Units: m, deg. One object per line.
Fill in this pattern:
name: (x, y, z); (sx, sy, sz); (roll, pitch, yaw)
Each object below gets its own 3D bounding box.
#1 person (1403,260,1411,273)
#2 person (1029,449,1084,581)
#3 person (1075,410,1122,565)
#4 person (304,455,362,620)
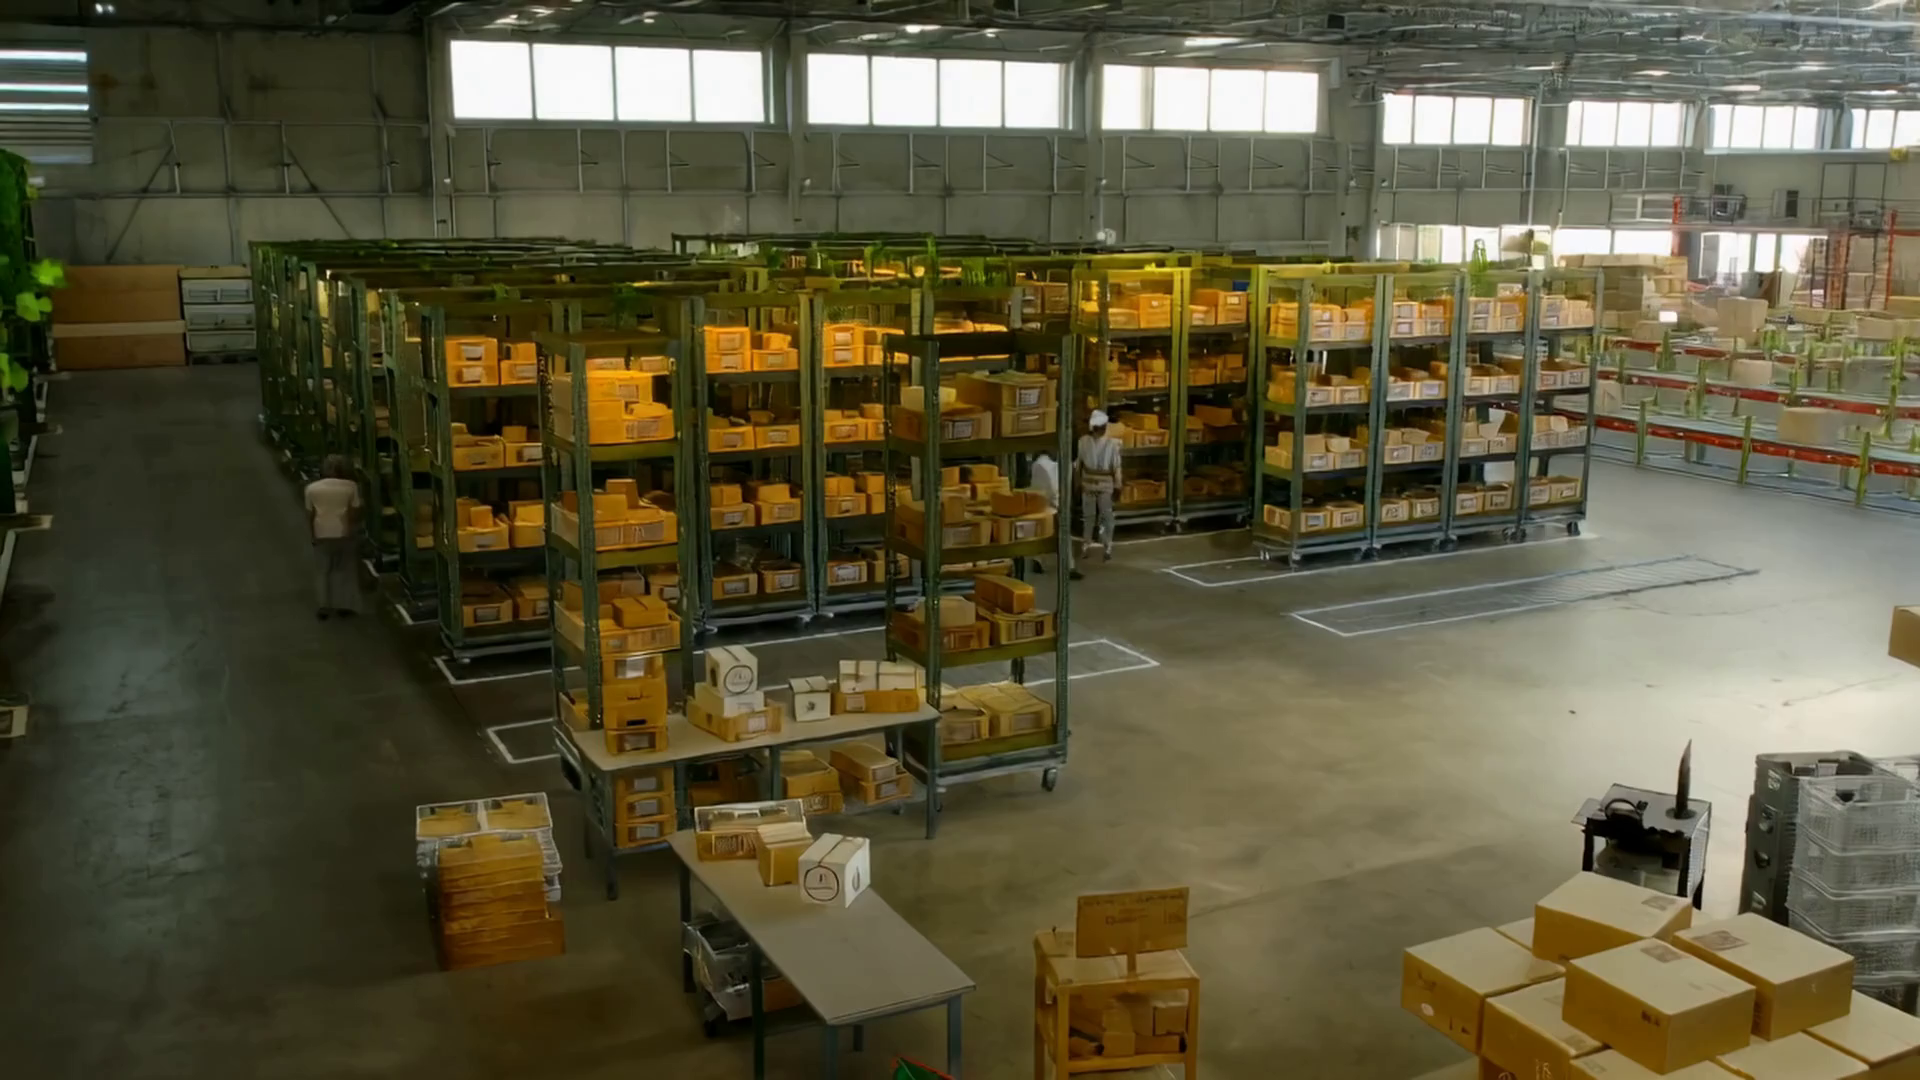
person: (16.597, -9.488, 62.182); (0.652, 1.906, 0.405); (0, 12, -1)
person: (1.121, -0.404, 20.021); (0.623, 1.766, 0.975); (-7, 14, -30)
person: (1.721, -0.665, 20.812); (0.605, 1.949, 0.382); (6, 13, 25)
person: (-6.841, -0.037, 18.215); (0.578, 1.807, 0.540); (-2, 12, -9)
